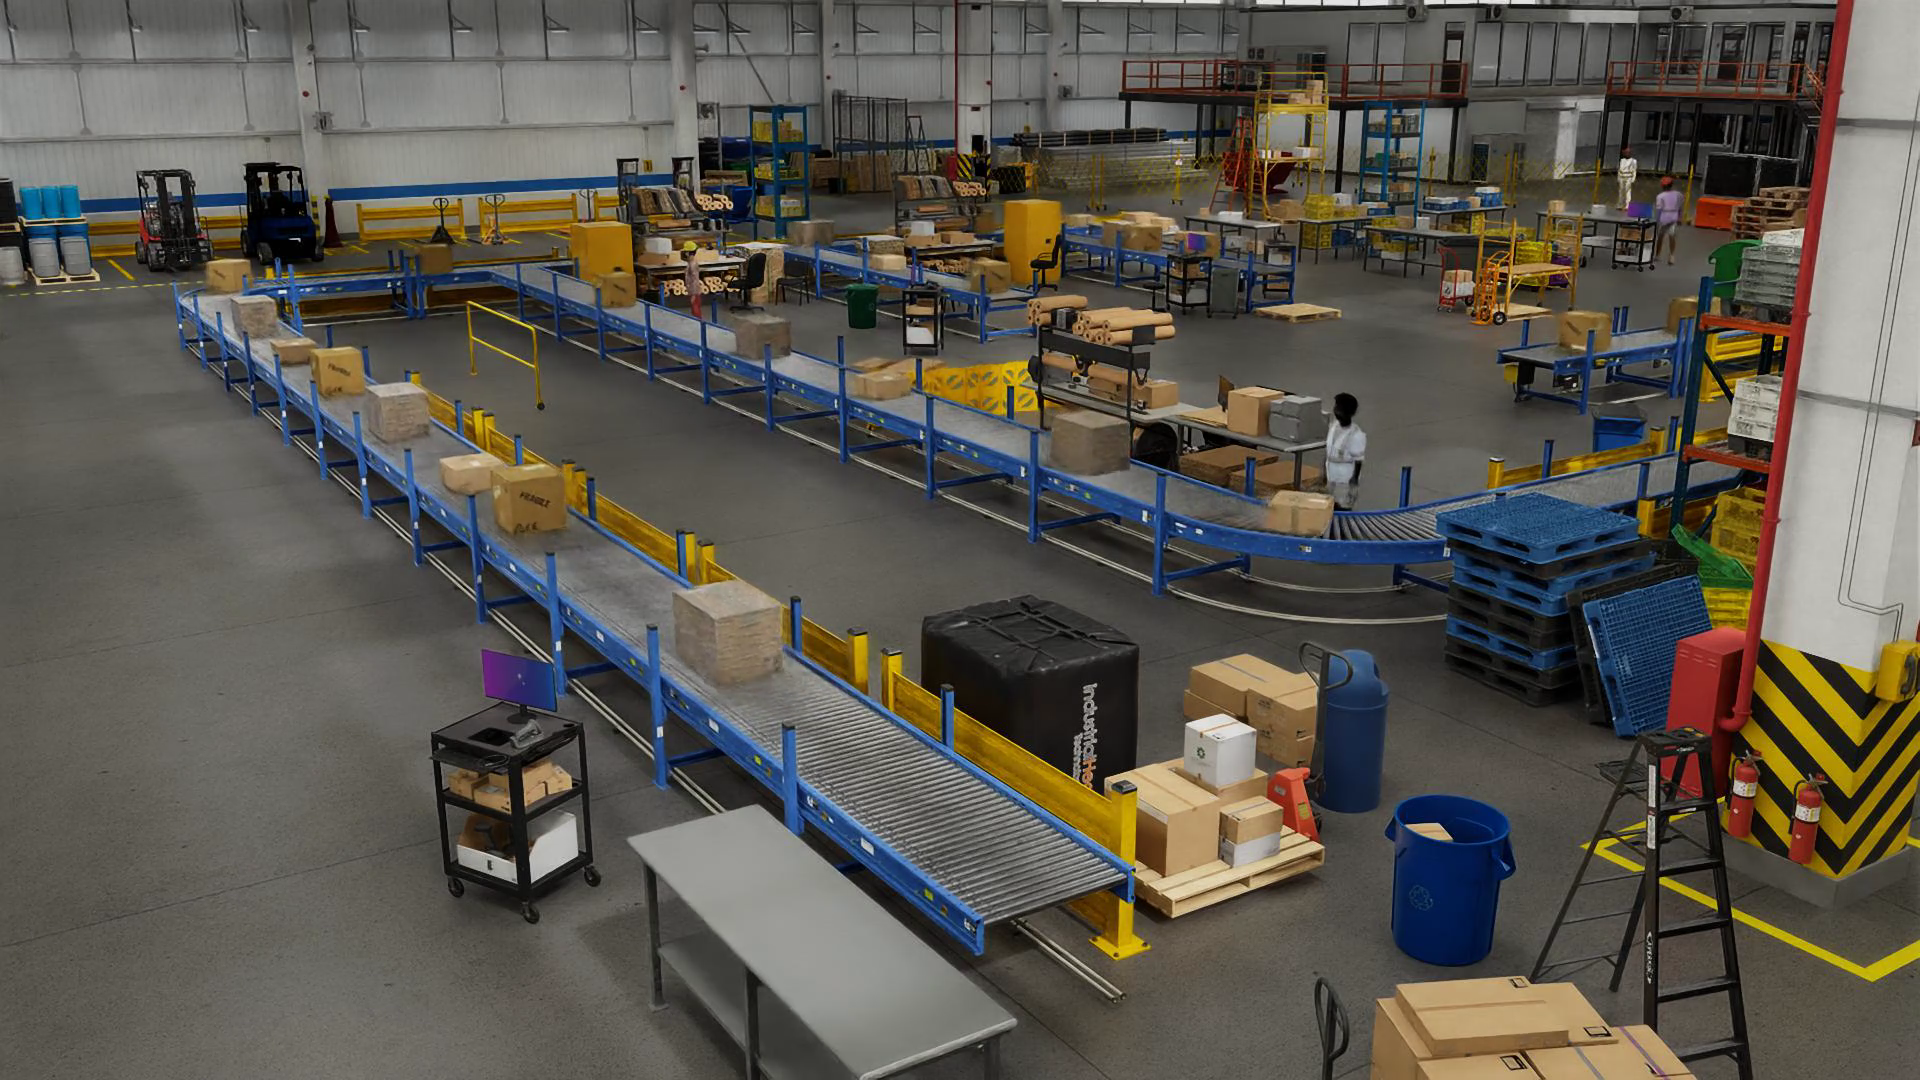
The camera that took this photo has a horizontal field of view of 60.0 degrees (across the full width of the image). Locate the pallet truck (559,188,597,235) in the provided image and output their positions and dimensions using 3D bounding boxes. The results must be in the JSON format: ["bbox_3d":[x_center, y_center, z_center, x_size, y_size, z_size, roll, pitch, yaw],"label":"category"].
[{"bbox_3d":[-10.010,-8.652,43.699,0.653,1.274,1.630,-10,20,-31],"label":"pallet truck"}]

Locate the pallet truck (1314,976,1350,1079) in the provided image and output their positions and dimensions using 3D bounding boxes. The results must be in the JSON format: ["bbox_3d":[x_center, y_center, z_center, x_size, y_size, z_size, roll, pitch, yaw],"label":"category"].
[{"bbox_3d":[2.299,2.390,7.086,1.601,1.201,0.680,-2,17,-7],"label":"pallet truck"}]

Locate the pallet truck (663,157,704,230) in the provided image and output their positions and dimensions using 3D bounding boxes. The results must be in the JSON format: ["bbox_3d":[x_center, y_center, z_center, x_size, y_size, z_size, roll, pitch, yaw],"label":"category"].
[{"bbox_3d":[-7.586,-9.308,44.692,0.823,1.965,1.885,-11,20,-33],"label":"pallet truck"}]

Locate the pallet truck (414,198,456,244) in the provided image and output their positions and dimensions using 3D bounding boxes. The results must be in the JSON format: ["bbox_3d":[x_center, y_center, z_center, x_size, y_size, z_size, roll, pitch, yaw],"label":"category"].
[{"bbox_3d":[-13.250,-8.060,41.856,0.680,1.201,1.601,-10,20,-31],"label":"pallet truck"}]

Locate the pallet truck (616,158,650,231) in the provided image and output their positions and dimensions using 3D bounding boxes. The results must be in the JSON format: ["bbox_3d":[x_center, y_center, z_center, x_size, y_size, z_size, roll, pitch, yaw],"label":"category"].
[{"bbox_3d":[-8.918,-9.176,44.255,0.823,1.965,1.885,-9,19,-27],"label":"pallet truck"}]

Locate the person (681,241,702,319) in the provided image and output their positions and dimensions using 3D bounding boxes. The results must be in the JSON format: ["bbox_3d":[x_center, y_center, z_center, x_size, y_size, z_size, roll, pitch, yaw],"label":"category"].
[{"bbox_3d":[-4.463,-4.100,27.759,0.317,1.769,0.523,-4,17,-12],"label":"person"}]

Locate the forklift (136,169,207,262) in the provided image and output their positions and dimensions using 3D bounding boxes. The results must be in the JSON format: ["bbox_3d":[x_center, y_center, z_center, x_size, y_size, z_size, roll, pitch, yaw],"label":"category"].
[{"bbox_3d":[-17.842,-7.318,37.559,1.157,1.987,2.680,-10,20,-31],"label":"forklift"}]

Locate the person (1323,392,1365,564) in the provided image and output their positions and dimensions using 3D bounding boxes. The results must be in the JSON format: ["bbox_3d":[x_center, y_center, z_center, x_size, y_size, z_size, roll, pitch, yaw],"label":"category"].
[{"bbox_3d":[3.734,-0.613,16.276,0.317,1.696,0.539,-6,18,-19],"label":"person"}]

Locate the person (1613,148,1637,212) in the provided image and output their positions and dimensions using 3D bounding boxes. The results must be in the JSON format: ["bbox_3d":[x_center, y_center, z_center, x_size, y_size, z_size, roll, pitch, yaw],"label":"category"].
[{"bbox_3d":[19.874,-10.735,49.636,0.342,1.881,0.579,-9,19,-28],"label":"person"}]

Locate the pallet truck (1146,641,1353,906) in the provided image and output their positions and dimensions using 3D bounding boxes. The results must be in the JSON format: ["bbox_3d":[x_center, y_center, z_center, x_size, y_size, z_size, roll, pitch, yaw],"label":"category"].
[{"bbox_3d":[1.664,1.407,10.232,1.630,1.274,0.653,-10,20,-31],"label":"pallet truck"}]

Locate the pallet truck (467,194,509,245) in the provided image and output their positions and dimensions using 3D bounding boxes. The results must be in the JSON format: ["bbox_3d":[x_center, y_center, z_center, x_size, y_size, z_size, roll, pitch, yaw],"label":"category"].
[{"bbox_3d":[-11.983,-8.177,42.137,0.704,1.261,1.522,-11,20,-33],"label":"pallet truck"}]

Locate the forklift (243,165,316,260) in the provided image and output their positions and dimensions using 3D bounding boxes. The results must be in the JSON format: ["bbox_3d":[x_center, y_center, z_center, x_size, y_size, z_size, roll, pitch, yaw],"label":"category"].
[{"bbox_3d":[-15.898,-7.669,38.708,1.157,1.987,2.680,-11,20,-33],"label":"forklift"}]

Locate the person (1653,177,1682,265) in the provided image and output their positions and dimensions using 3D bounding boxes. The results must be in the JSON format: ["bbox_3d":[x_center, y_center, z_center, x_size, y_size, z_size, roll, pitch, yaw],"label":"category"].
[{"bbox_3d":[16.240,-7.330,38.171,0.642,1.969,1.076,1,17,4],"label":"person"}]
